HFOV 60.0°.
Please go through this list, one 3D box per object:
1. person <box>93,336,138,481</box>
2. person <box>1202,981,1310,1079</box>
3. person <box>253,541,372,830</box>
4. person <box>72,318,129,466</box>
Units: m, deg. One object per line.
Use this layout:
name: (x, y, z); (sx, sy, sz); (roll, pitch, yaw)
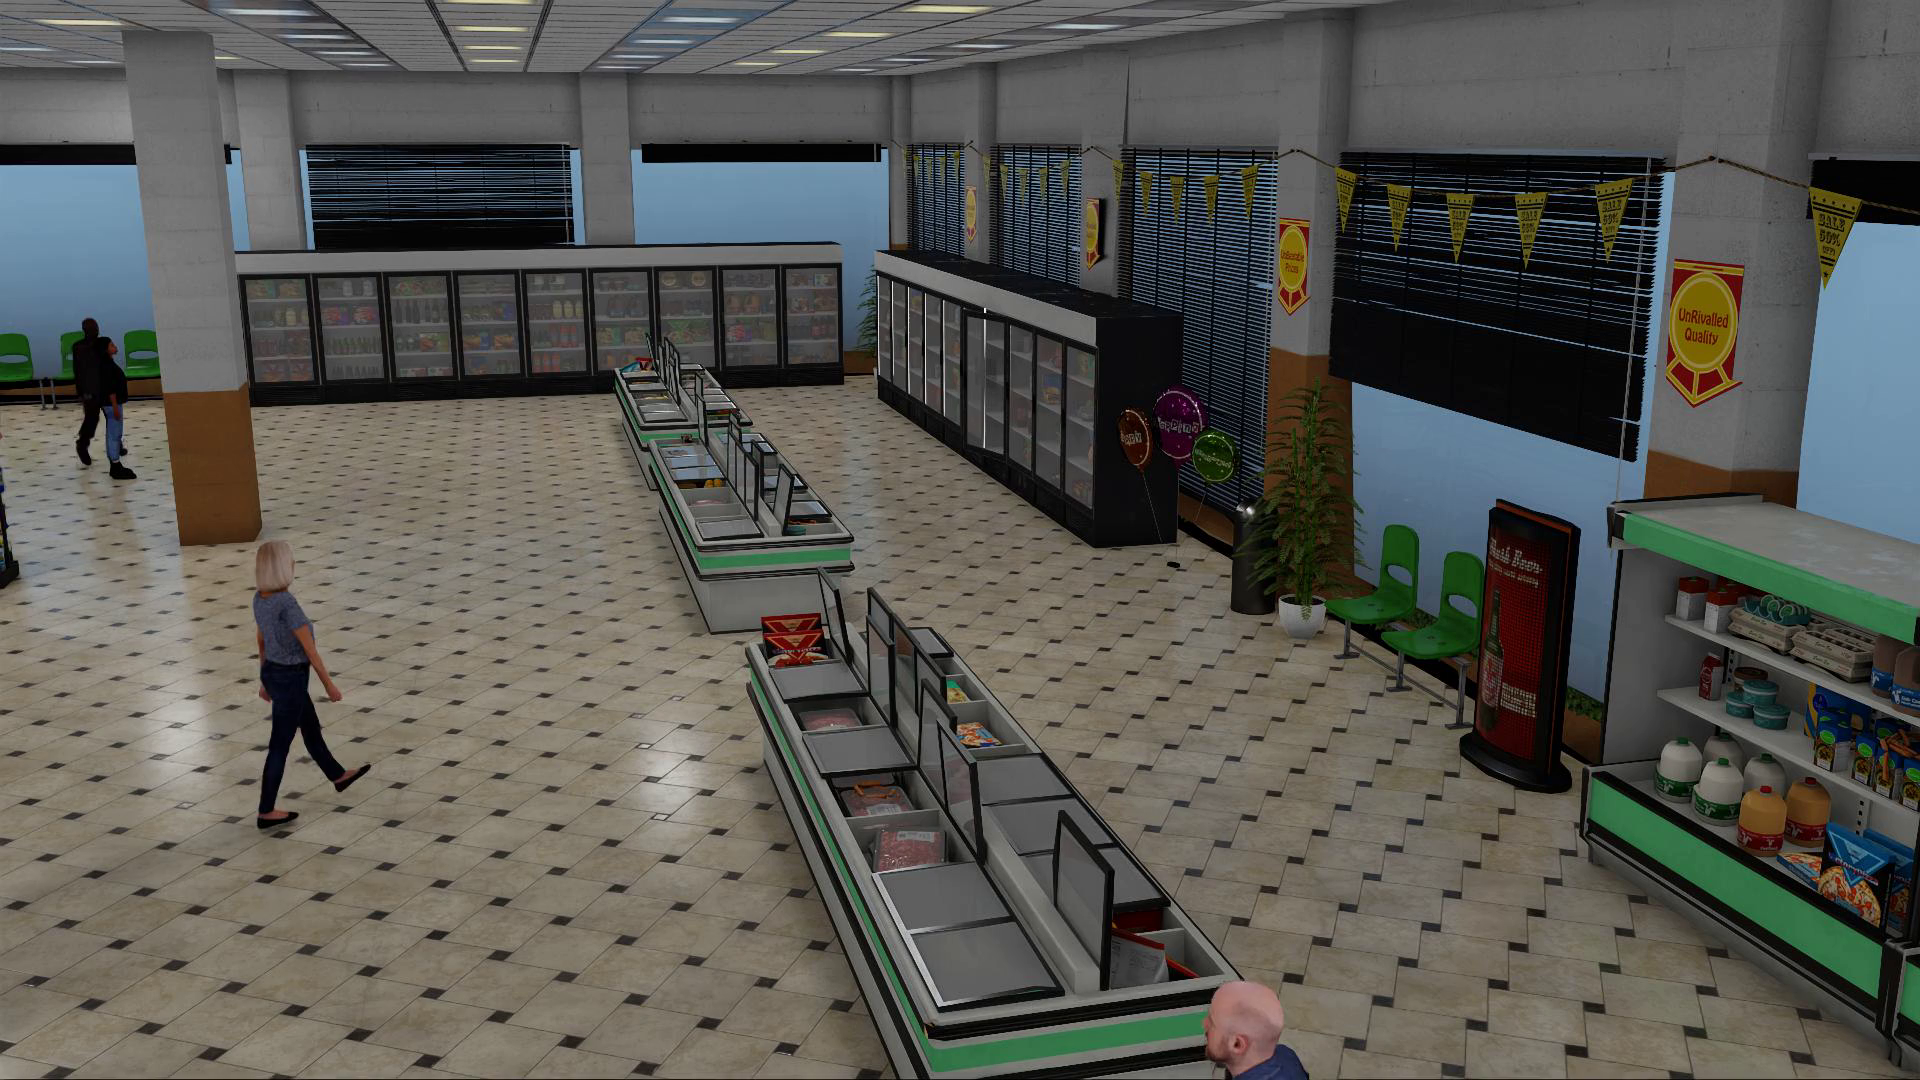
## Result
person: (-10.159, -1.588, 19.928); (0.686, 1.701, 0.559); (-8, 16, -30)
person: (0.861, 2.075, 4.595); (0.930, 1.810, 0.834); (3, 14, 12)
person: (-4.040, 0.879, 9.783); (1.046, 1.689, 0.980); (13, 19, 42)
person: (-10.848, -1.859, 20.816); (0.921, 1.810, 1.227); (0, 14, 2)
